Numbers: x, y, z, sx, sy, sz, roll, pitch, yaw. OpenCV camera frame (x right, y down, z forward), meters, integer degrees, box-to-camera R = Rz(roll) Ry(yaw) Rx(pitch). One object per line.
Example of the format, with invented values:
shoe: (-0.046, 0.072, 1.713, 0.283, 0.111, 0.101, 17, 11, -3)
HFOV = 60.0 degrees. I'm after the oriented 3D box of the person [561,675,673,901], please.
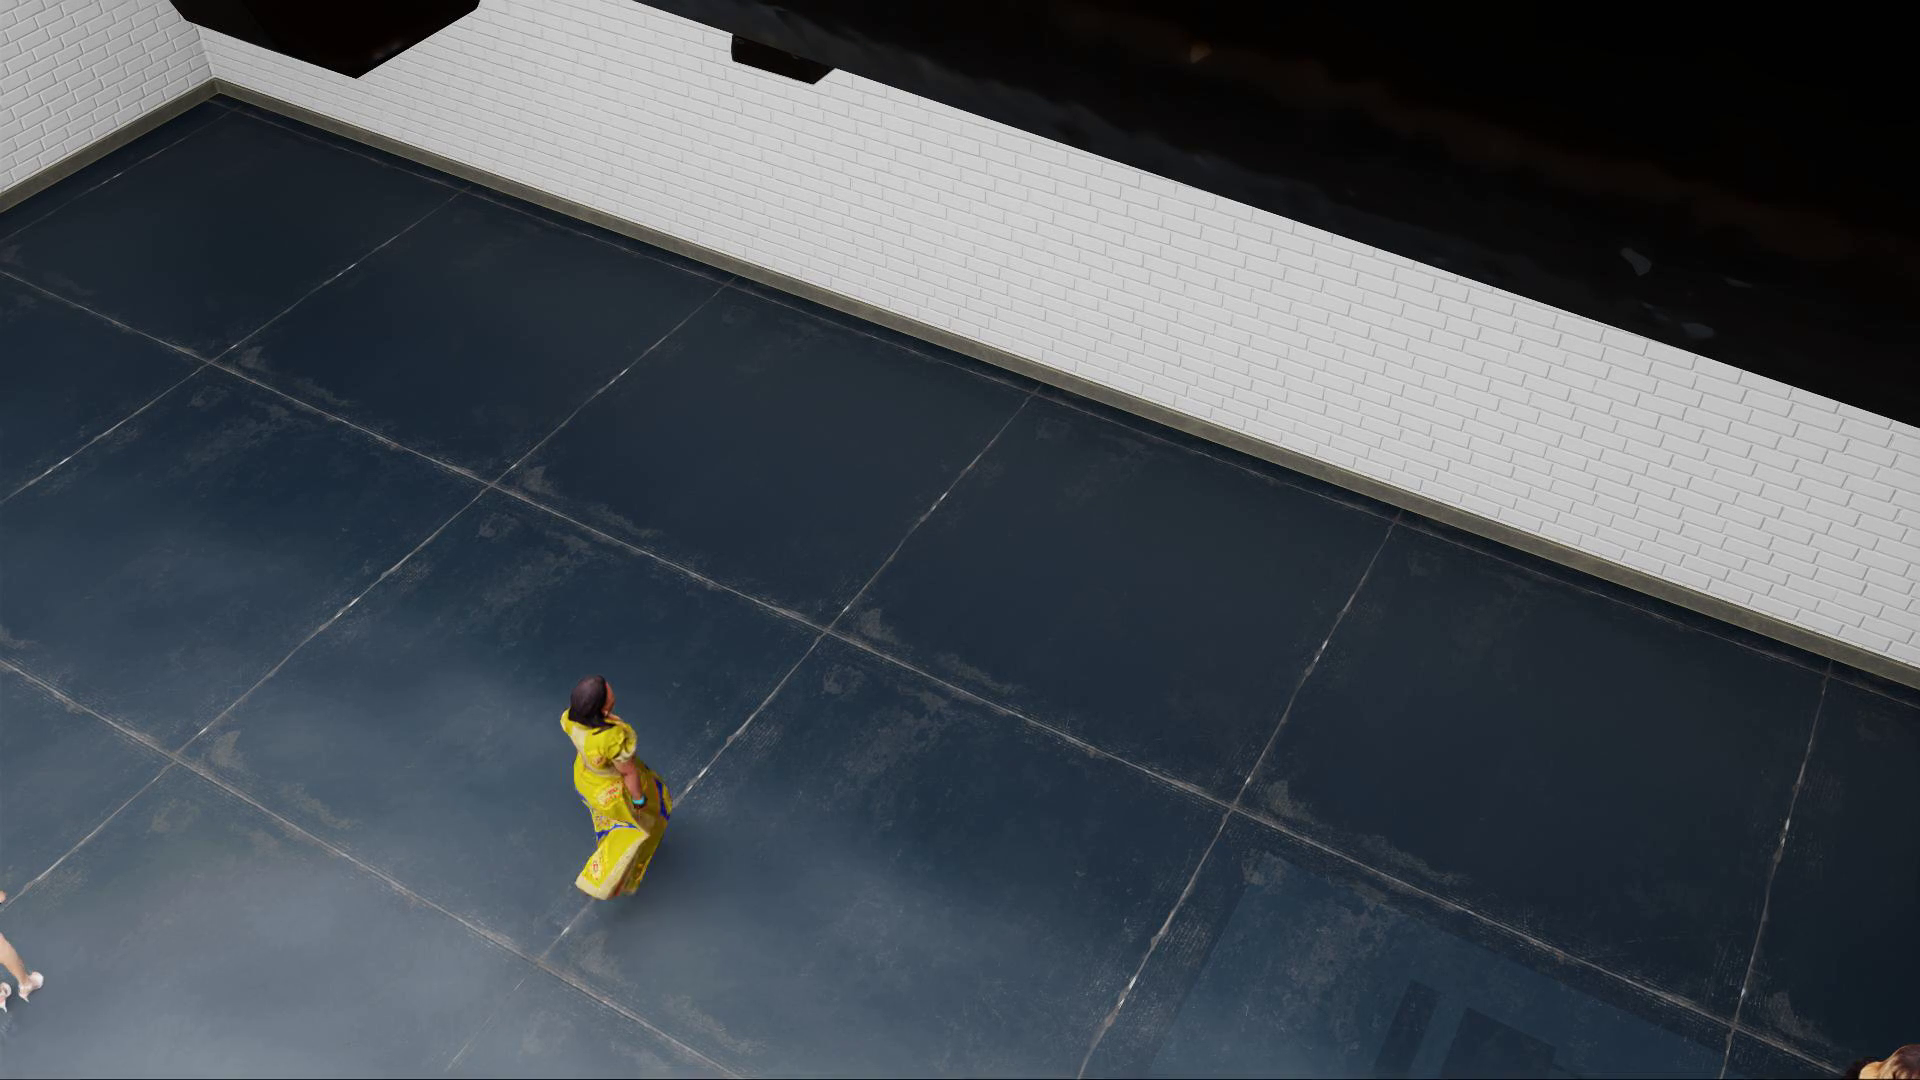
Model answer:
person: (-2.005, 1.426, 9.341, 0.829, 1.645, 0.997, 32, 52, 29)
